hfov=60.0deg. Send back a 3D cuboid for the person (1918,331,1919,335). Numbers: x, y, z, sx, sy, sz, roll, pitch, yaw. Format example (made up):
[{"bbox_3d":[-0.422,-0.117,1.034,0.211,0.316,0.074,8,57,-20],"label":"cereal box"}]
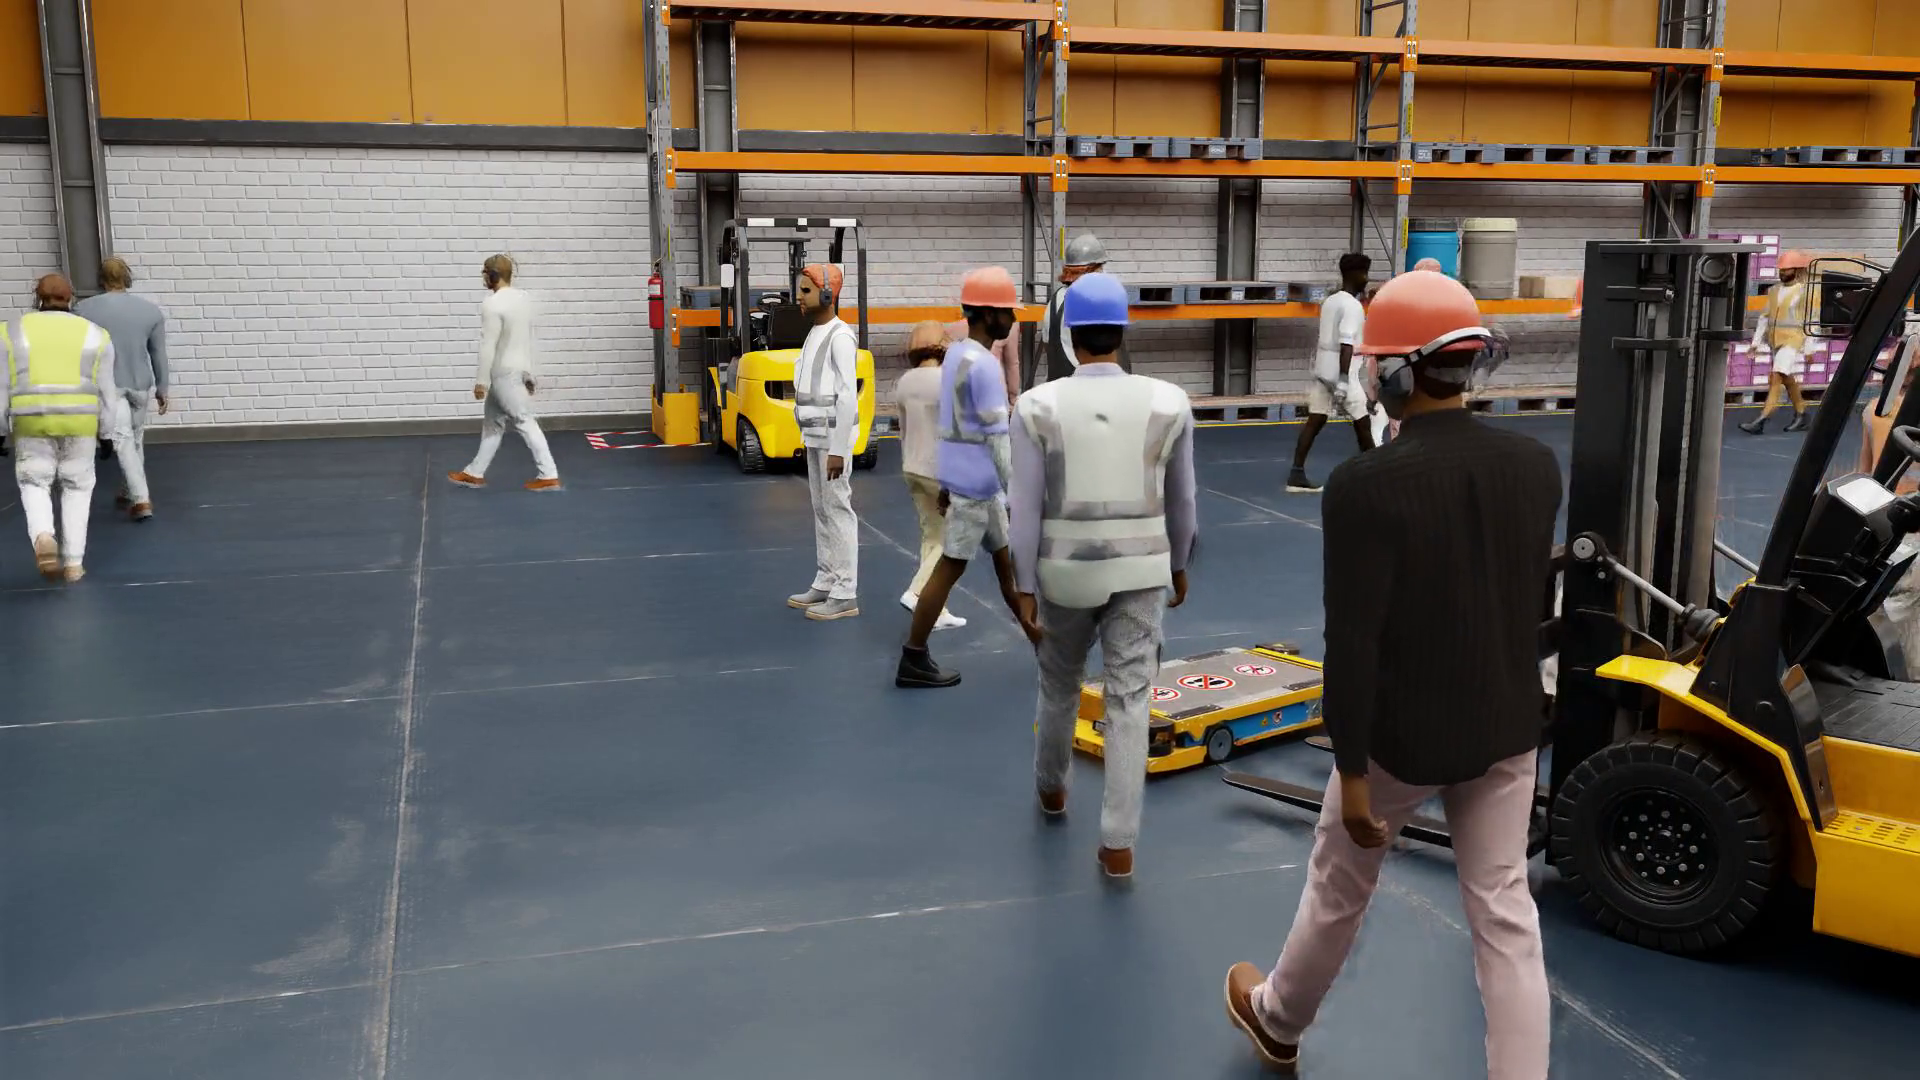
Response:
[{"bbox_3d":[5.749,-0.603,9.488,0.649,1.822,0.632,2,11,12],"label":"person"}]

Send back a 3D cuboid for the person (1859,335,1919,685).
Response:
[{"bbox_3d":[4.002,-0.070,7.117,0.760,1.611,0.516,-1,10,-7],"label":"person"}]

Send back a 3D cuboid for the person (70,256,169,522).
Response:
[{"bbox_3d":[-6.041,-1.088,11.991,1.036,1.892,0.647,9,14,42],"label":"person"}]

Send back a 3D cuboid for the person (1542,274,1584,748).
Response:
[{"bbox_3d":[2.661,-0.098,6.441,1.062,1.940,0.639,0,10,-1],"label":"person"}]

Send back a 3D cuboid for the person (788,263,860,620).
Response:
[{"bbox_3d":[-0.717,-0.520,8.858,0.355,1.883,0.574,-4,11,-21],"label":"person"}]

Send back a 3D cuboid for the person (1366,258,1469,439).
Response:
[{"bbox_3d":[3.131,-0.986,11.436,0.654,1.868,0.874,1,10,5],"label":"person"}]

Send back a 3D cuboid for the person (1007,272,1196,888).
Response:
[{"bbox_3d":[0.463,0.091,5.451,0.626,1.896,0.974,0,10,1],"label":"person"}]

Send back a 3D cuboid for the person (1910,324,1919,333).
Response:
[{"bbox_3d":[7.559,-1.127,12.866,0.267,1.632,0.507,-7,12,-33],"label":"person"}]

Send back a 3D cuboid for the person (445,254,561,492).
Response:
[{"bbox_3d":[-3.644,-1.315,13.220,1.009,1.885,0.647,1,10,8],"label":"person"}]

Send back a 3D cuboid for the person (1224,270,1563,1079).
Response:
[{"bbox_3d":[1.004,0.390,3.700,0.640,1.942,1.011,-3,11,-18],"label":"person"}]

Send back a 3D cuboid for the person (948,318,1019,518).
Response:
[{"bbox_3d":[0.167,-1.019,11.911,0.523,1.769,0.322,2,10,9],"label":"person"}]

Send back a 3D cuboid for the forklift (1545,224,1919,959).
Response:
[{"bbox_3d":[2.909,0.117,4.508,2.313,2.155,1.214,9,14,40],"label":"forklift"}]

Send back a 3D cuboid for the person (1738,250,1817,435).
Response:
[{"bbox_3d":[8.467,-2.022,17.112,1.011,1.887,0.550,-3,11,-16],"label":"person"}]

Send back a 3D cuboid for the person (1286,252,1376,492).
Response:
[{"bbox_3d":[3.061,-1.311,13.145,1.008,1.903,0.619,-2,11,-13],"label":"person"}]

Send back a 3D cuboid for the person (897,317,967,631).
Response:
[{"bbox_3d":[-0.142,-0.325,8.509,0.380,1.609,0.554,-7,13,-34],"label":"person"}]

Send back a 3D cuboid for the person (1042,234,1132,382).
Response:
[{"bbox_3d":[0.840,-0.941,10.731,0.537,2.000,0.682,-4,11,-23],"label":"person"}]

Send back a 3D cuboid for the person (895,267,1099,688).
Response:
[{"bbox_3d":[0.161,-0.264,7.440,1.001,1.879,0.574,-2,11,-11],"label":"person"}]

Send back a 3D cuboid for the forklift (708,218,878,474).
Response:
[{"bbox_3d":[-1.522,-1.778,14.899,1.214,2.155,2.313,-3,11,-17],"label":"forklift"}]

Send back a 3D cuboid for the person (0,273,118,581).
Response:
[{"bbox_3d":[-5.221,-0.623,9.640,0.670,1.813,0.663,-6,12,-29],"label":"person"}]

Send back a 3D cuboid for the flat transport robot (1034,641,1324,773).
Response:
[{"bbox_3d":[1.057,0.659,6.816,1.431,0.197,0.652,-8,13,-37],"label":"flat transport robot"}]

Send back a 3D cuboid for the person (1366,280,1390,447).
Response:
[{"bbox_3d":[3.932,-1.574,15.325,0.370,1.623,0.544,7,12,33],"label":"person"}]
